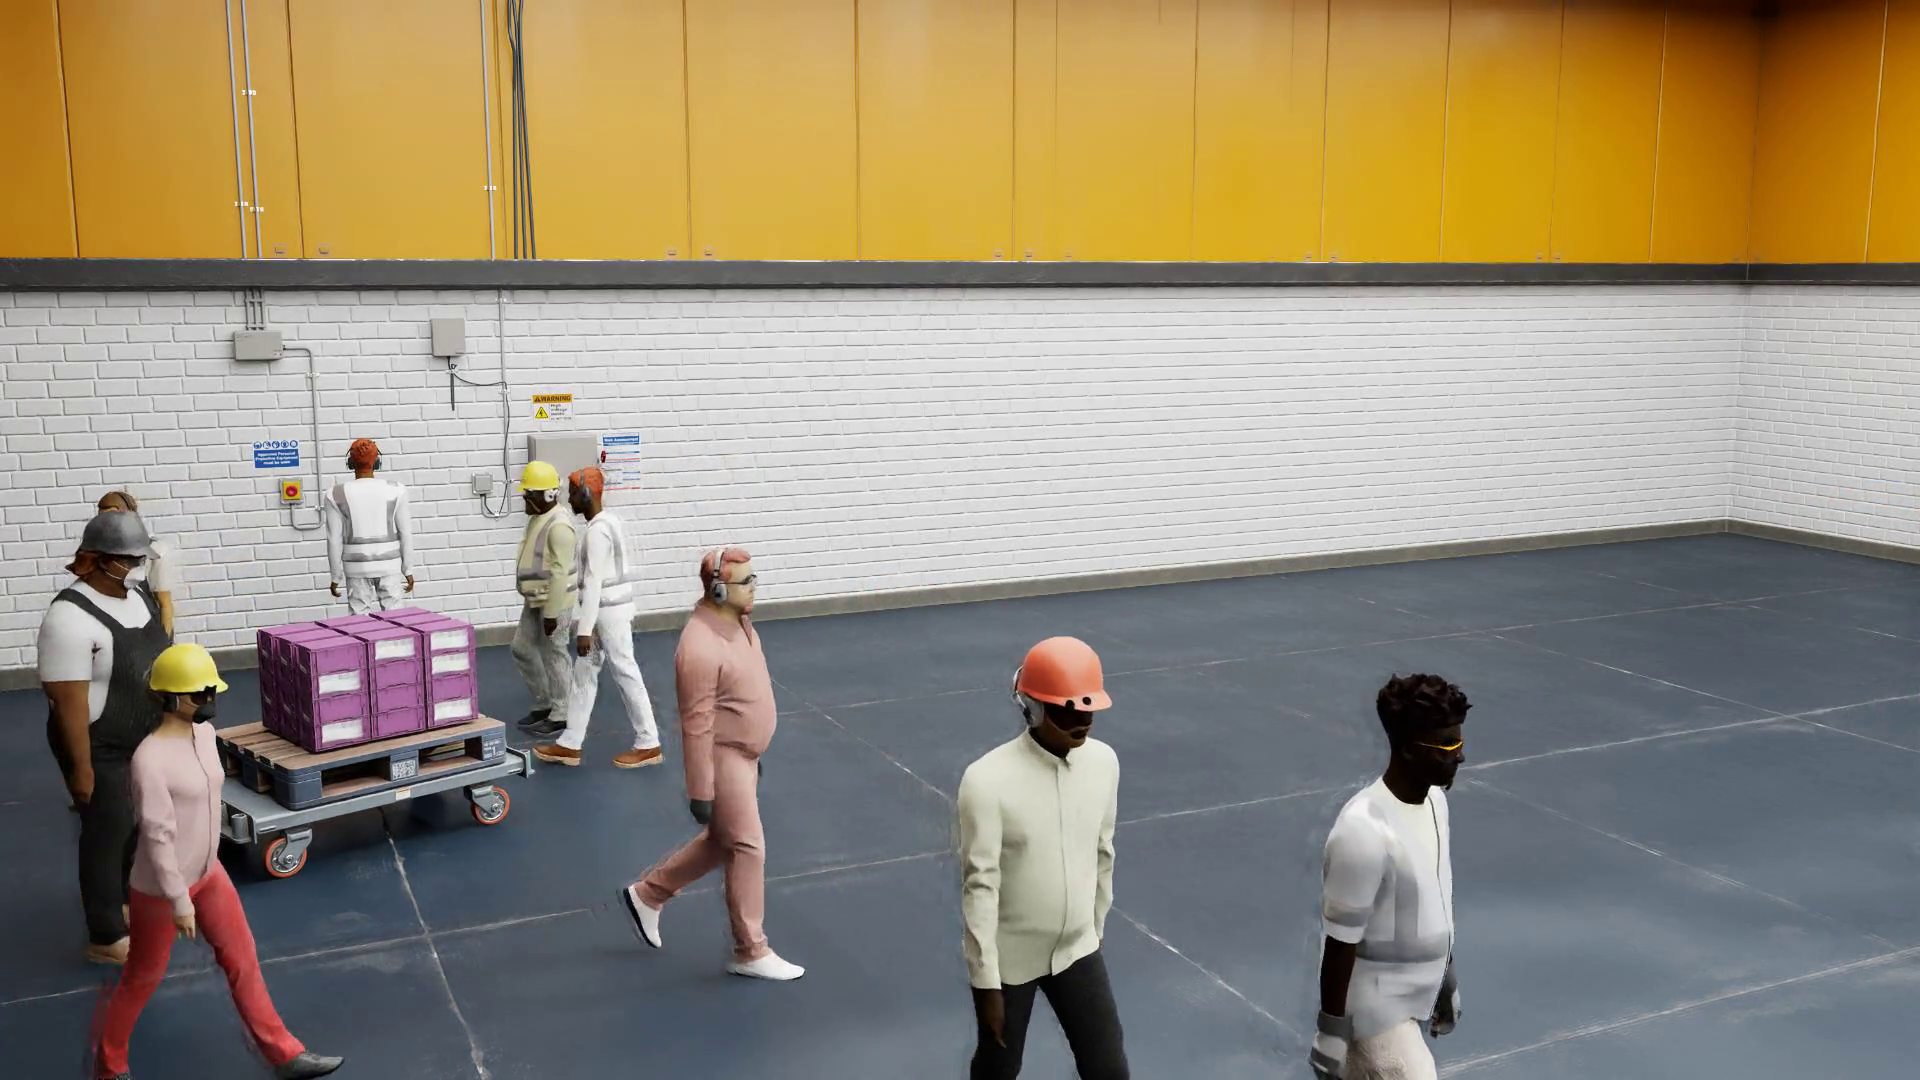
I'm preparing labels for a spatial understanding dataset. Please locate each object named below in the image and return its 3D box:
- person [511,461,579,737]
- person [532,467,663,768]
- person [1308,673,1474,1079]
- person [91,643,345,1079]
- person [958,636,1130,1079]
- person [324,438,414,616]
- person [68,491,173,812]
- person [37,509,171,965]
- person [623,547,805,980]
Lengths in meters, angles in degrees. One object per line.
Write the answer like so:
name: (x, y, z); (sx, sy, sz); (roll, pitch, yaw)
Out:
person: (-2.721, 0.391, 10.810); (0.503, 1.818, 0.627); (-6, 11, -31)
person: (-2.251, 0.486, 10.126); (0.889, 1.843, 0.726); (-1, 9, -9)
person: (1.210, 1.310, 4.897); (0.996, 1.927, 0.621); (6, 11, 32)
person: (-2.791, 1.224, 6.024); (0.909, 1.723, 0.530); (1, 9, 4)
person: (0.283, 1.264, 4.968); (0.642, 1.965, 0.796); (-6, 11, -31)
person: (-4.118, 0.227, 11.647); (0.572, 1.883, 0.354); (-4, 10, -22)
person: (-4.694, 0.633, 9.391); (0.538, 1.802, 0.932); (1, 9, 4)
person: (-3.670, 0.852, 7.280); (0.541, 2.000, 0.707); (0, 9, 3)
person: (-1.080, 0.950, 7.151); (0.767, 1.889, 0.641); (1, 9, 4)
